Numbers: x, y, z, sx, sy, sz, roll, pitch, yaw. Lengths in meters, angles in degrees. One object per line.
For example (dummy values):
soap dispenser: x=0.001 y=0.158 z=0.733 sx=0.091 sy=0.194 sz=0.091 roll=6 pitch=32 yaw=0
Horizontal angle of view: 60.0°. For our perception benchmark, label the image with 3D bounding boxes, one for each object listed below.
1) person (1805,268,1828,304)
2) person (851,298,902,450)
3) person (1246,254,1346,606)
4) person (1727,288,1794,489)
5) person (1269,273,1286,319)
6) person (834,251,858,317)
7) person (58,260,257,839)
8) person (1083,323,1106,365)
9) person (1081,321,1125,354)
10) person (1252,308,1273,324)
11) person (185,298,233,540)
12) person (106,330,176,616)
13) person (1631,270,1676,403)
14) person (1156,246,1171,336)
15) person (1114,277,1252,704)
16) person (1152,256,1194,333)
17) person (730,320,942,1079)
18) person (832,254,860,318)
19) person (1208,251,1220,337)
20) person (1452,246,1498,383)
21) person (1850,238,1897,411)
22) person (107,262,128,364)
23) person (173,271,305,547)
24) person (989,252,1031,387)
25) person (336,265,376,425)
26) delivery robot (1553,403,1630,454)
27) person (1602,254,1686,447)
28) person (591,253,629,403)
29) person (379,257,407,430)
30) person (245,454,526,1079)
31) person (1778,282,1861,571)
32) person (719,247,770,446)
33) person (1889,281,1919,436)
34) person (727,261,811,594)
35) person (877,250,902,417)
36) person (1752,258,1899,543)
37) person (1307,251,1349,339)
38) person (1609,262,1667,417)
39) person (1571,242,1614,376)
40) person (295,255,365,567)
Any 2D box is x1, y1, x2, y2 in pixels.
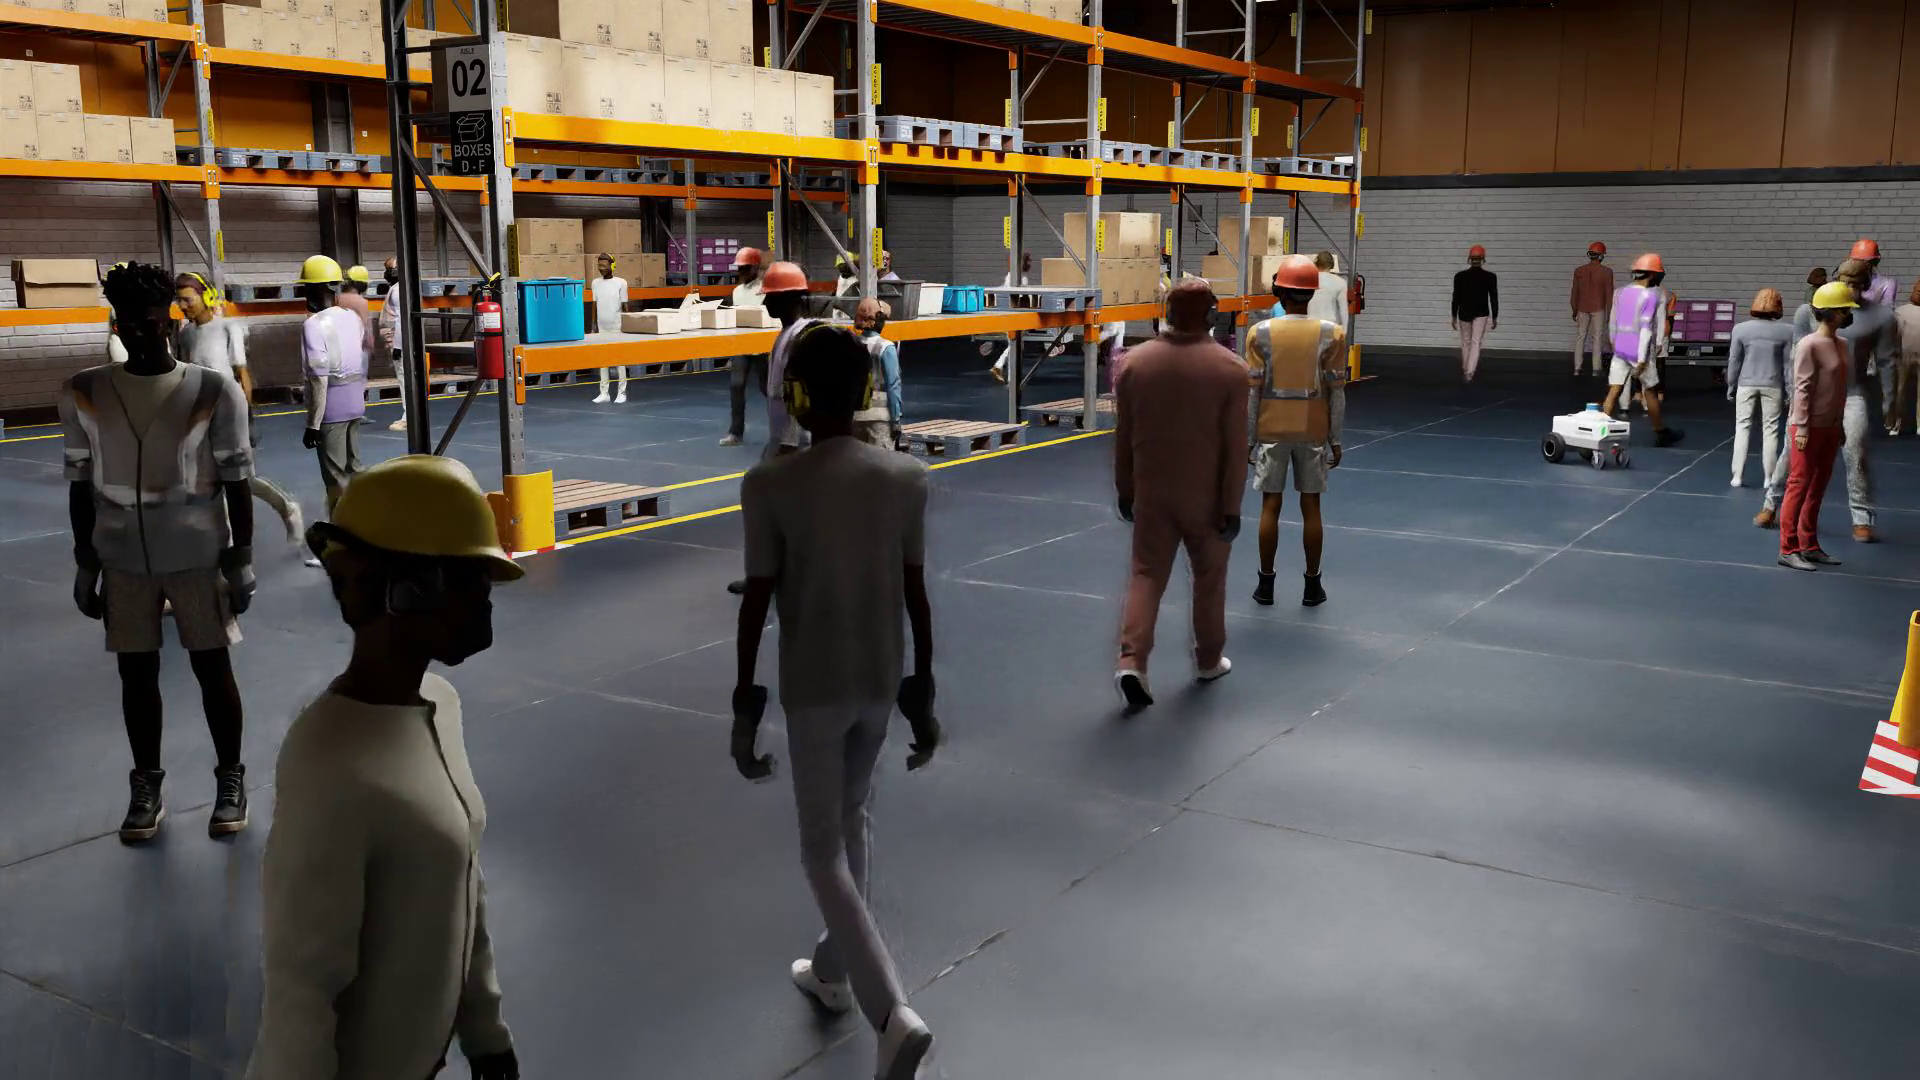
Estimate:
person: x=12.041 y=-3.014 z=23.452 sx=0.507 sy=1.633 sz=0.274 roll=-10 pitch=14 yaw=-43
person: x=-0.588 y=-0.799 z=11.176 sx=0.511 sy=1.639 sz=0.308 roll=10 pitch=14 yaw=43
person: x=1.843 y=-0.597 z=9.212 sx=0.551 sy=1.940 sz=0.345 roll=2 pitch=10 yaw=11
person: x=6.546 y=-1.235 z=13.602 sx=0.507 sy=1.631 sz=0.266 roll=6 pitch=12 yaw=30
person: x=3.461 y=-2.009 z=17.760 sx=0.326 sy=1.690 sz=0.537 roll=6 pitch=12 yaw=30
person: x=-1.326 y=-2.869 z=21.968 sx=0.707 sy=1.890 sz=0.620 roll=-4 pitch=11 yaw=-22
person: x=-2.688 y=0.045 z=5.625 sx=0.598 sy=1.958 sz=0.371 roll=-1 pitch=10 yaw=-7
person: x=2.212 y=-3.804 z=26.987 sx=0.350 sy=1.941 sz=0.545 roll=-2 pitch=10 yaw=-9
person: x=2.390 y=-3.736 z=26.676 sx=0.779 sy=1.916 sz=0.644 roll=3 pitch=11 yaw=16
person: x=4.692 y=-3.412 z=25.207 sx=0.518 sy=1.799 sz=0.587 roll=-3 pitch=11 yaw=-14
person: x=-5.071 y=-0.813 z=11.255 sx=0.315 sy=1.636 sz=0.515 roll=-6 pitch=12 yaw=-32
person: x=-4.385 y=-0.520 z=9.053 sx=0.344 sy=1.847 sz=0.505 roll=0 pitch=10 yaw=1
person: x=8.614 y=-2.551 z=20.715 sx=0.535 sy=1.697 sz=0.322 roll=3 pitch=11 yaw=15
person: x=3.632 y=-4.195 z=29.161 sx=0.545 sy=1.939 sz=0.354 roll=4 pitch=11 yaw=22
person: x=0.958 y=-0.224 z=7.349 sx=0.653 sy=1.868 sz=0.944 roll=5 pitch=11 yaw=26
person: x=2.973 y=-3.045 z=23.083 sx=0.626 sy=1.837 sz=0.428 roll=0 pitch=10 yaw=0
person: x=-0.271 y=0.392 z=4.050 sx=0.526 sy=1.844 sz=0.860 roll=-6 pitch=12 yaw=-30
person: x=-1.382 y=-2.869 z=22.044 sx=0.661 sy=1.850 sz=0.645 roll=-1 pitch=10 yaw=-5
person: x=4.267 y=-3.932 z=27.968 sx=0.429 sy=1.845 sz=0.621 roll=3 pitch=11 yaw=17
person: x=7.352 y=-3.219 z=23.764 sx=0.628 sy=1.948 sz=1.046 roll=4 pitch=11 yaw=21
person: x=8.960 y=-1.980 z=16.620 sx=0.605 sy=2.035 sz=0.389 roll=9 pitch=14 yaw=42
person: x=-7.127 y=-1.473 z=14.371 sx=0.404 sy=1.829 sz=0.600 roll=1 pitch=10 yaw=5
person: x=-4.524 y=-0.754 z=10.381 sx=0.579 sy=1.836 sz=0.743 roll=4 pitch=11 yaw=20
person: x=0.736 y=-3.029 z=22.889 sx=0.482 sy=1.866 sz=0.623 roll=-5 pitch=11 yaw=-24
person: x=-6.608 y=-2.116 z=18.146 sx=0.542 sy=1.748 sz=0.421 roll=7 pitch=13 yaw=35
delivery robot: x=5.672 y=-0.986 z=14.952 sx=0.477 sy=0.478 sz=0.707 roll=-4 pitch=11 yaw=-20
person: x=6.655 y=-1.823 z=16.178 sx=0.984 sy=1.883 sz=0.550 roll=-3 pitch=11 yaw=-19
person: x=-4.353 y=-2.628 z=20.679 sx=0.535 sy=1.864 sz=0.309 roll=3 pitch=11 yaw=16
person: x=-5.974 y=-2.093 z=17.778 sx=0.430 sy=1.845 sz=0.619 roll=-1 pitch=10 yaw=-8
person: x=-0.790 y=0.756 z=2.305 sx=0.554 sy=1.729 sz=0.556 roll=-1 pitch=10 yaw=-8
person: x=5.312 y=-0.698 z=10.259 sx=0.533 sy=1.769 sz=0.309 roll=-8 pitch=13 yaw=-36
person: x=-2.001 y=-1.929 z=16.546 sx=0.621 sy=1.961 sz=0.936 roll=9 pitch=13 yaw=40
person: x=9.892 y=-1.877 z=17.185 sx=0.500 sy=1.628 sz=0.277 roll=4 pitch=11 yaw=23
person: x=-0.897 y=-0.632 z=9.511 sx=0.827 sy=1.911 sz=0.547 roll=-4 pitch=11 yaw=-23
person: x=-0.873 y=-2.338 z=18.960 sx=0.401 sy=1.907 sz=0.646 roll=-4 pitch=11 yaw=-23
person: x=5.949 y=-0.958 z=11.370 sx=0.818 sy=1.899 sz=0.557 roll=6 pitch=12 yaw=32
person: x=4.474 y=-2.632 z=20.614 sx=0.638 sy=1.898 sz=1.010 roll=6 pitch=12 yaw=31
person: x=7.733 y=-2.306 z=19.005 sx=0.611 sy=1.825 sz=0.426 roll=5 pitch=11 yaw=24
person: x=9.457 y=-3.448 z=24.863 sx=0.623 sy=1.992 sz=0.396 roll=9 pitch=14 yaw=42
person: x=-3.902 y=-0.793 z=10.338 sx=0.363 sy=1.928 sz=0.587 roll=1 pitch=10 yaw=6
